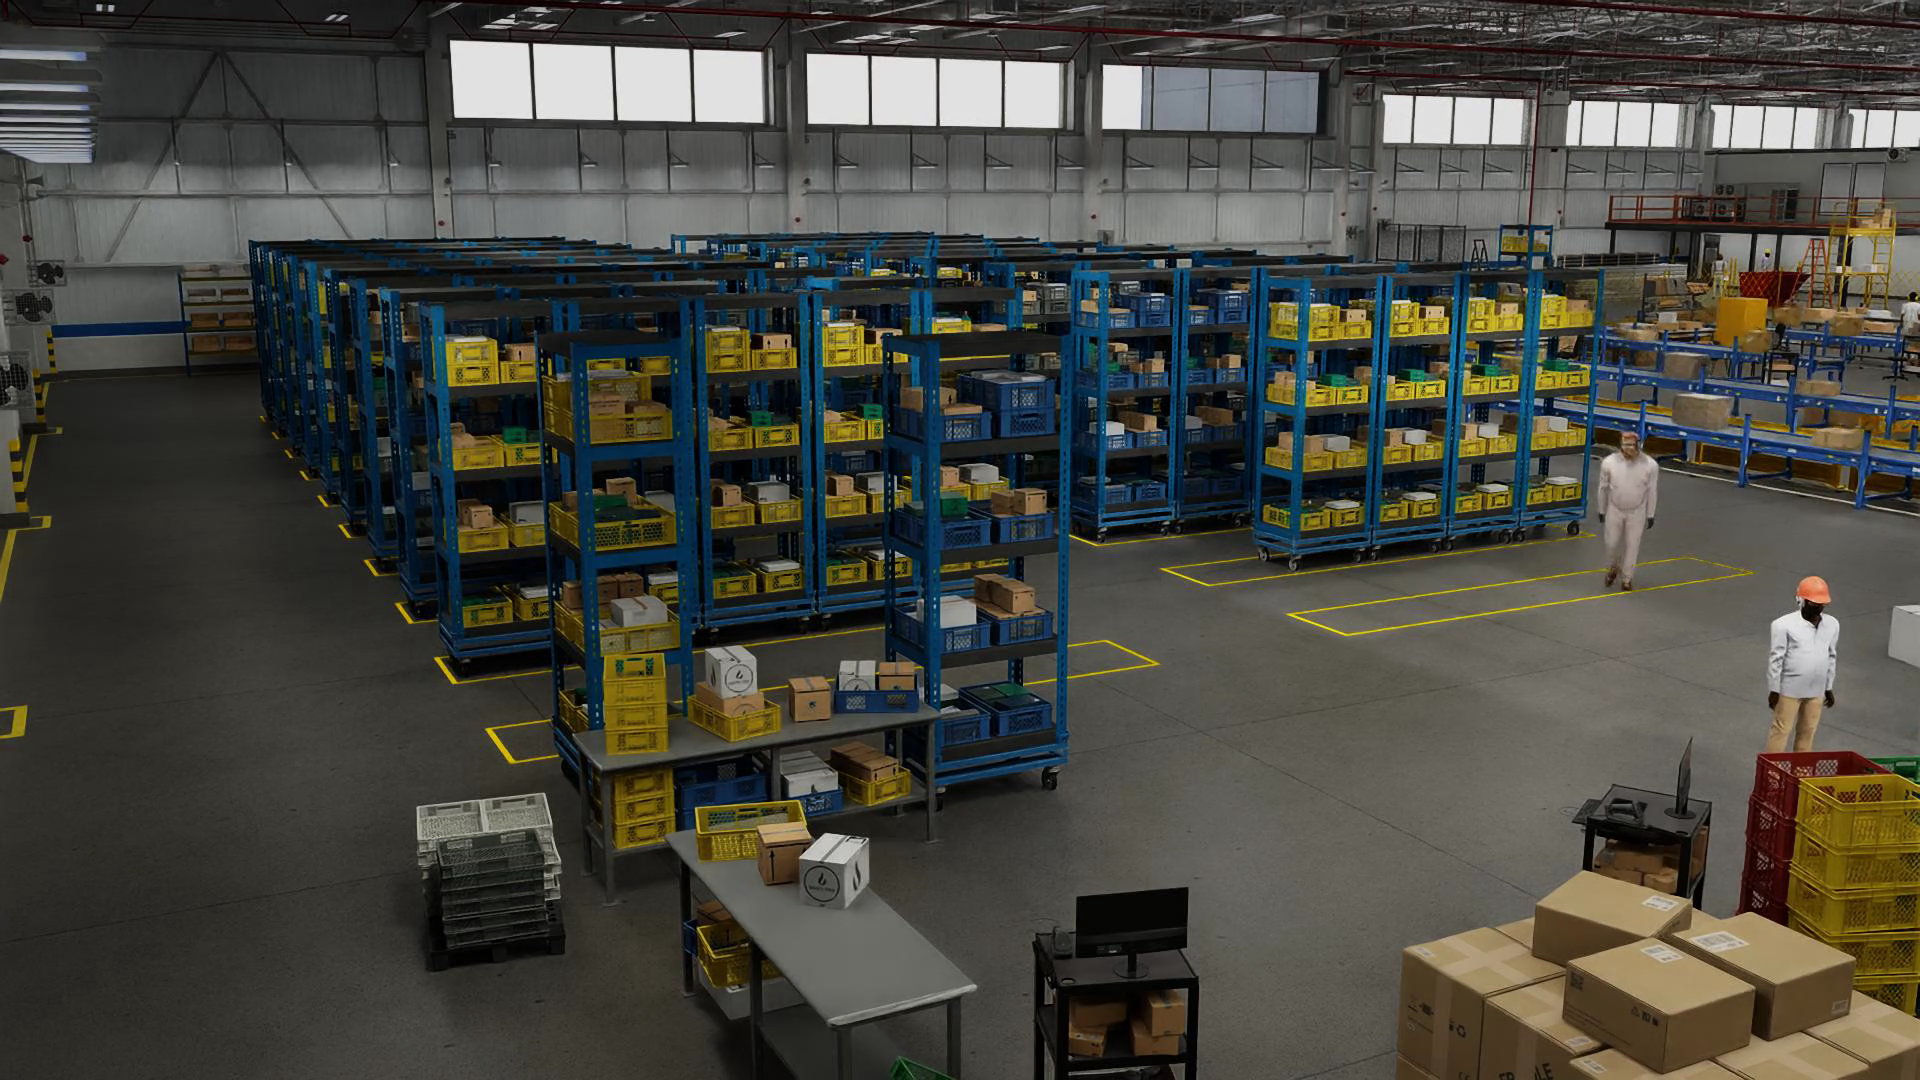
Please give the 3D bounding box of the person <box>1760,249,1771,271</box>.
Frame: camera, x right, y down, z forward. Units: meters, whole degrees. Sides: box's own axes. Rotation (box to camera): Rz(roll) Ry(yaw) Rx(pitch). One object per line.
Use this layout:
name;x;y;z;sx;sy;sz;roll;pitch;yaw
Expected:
person;35.187;-11.741;72.670;0.385;1.925;0.591;5;13;23

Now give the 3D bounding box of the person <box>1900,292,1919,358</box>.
person;25.595;-5.750;44.800;0.518;1.865;0.326;9;15;35

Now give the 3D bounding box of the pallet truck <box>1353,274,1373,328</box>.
pallet truck;13.011;-8.050;55.243;0.823;1.965;1.885;-7;14;-28

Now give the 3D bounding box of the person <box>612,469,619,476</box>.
person;-4.141;-0.616;20.925;0.822;1.790;0.598;-5;13;-22

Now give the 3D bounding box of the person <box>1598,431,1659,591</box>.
person;7.785;-0.335;19.432;0.648;1.888;0.445;5;13;24

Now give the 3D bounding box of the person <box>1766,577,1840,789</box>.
person;6.530;1.135;12.864;0.577;1.747;0.344;-2;12;-10

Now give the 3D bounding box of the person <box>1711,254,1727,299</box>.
person;31.362;-10.882;68.750;0.573;1.886;0.353;6;14;27
